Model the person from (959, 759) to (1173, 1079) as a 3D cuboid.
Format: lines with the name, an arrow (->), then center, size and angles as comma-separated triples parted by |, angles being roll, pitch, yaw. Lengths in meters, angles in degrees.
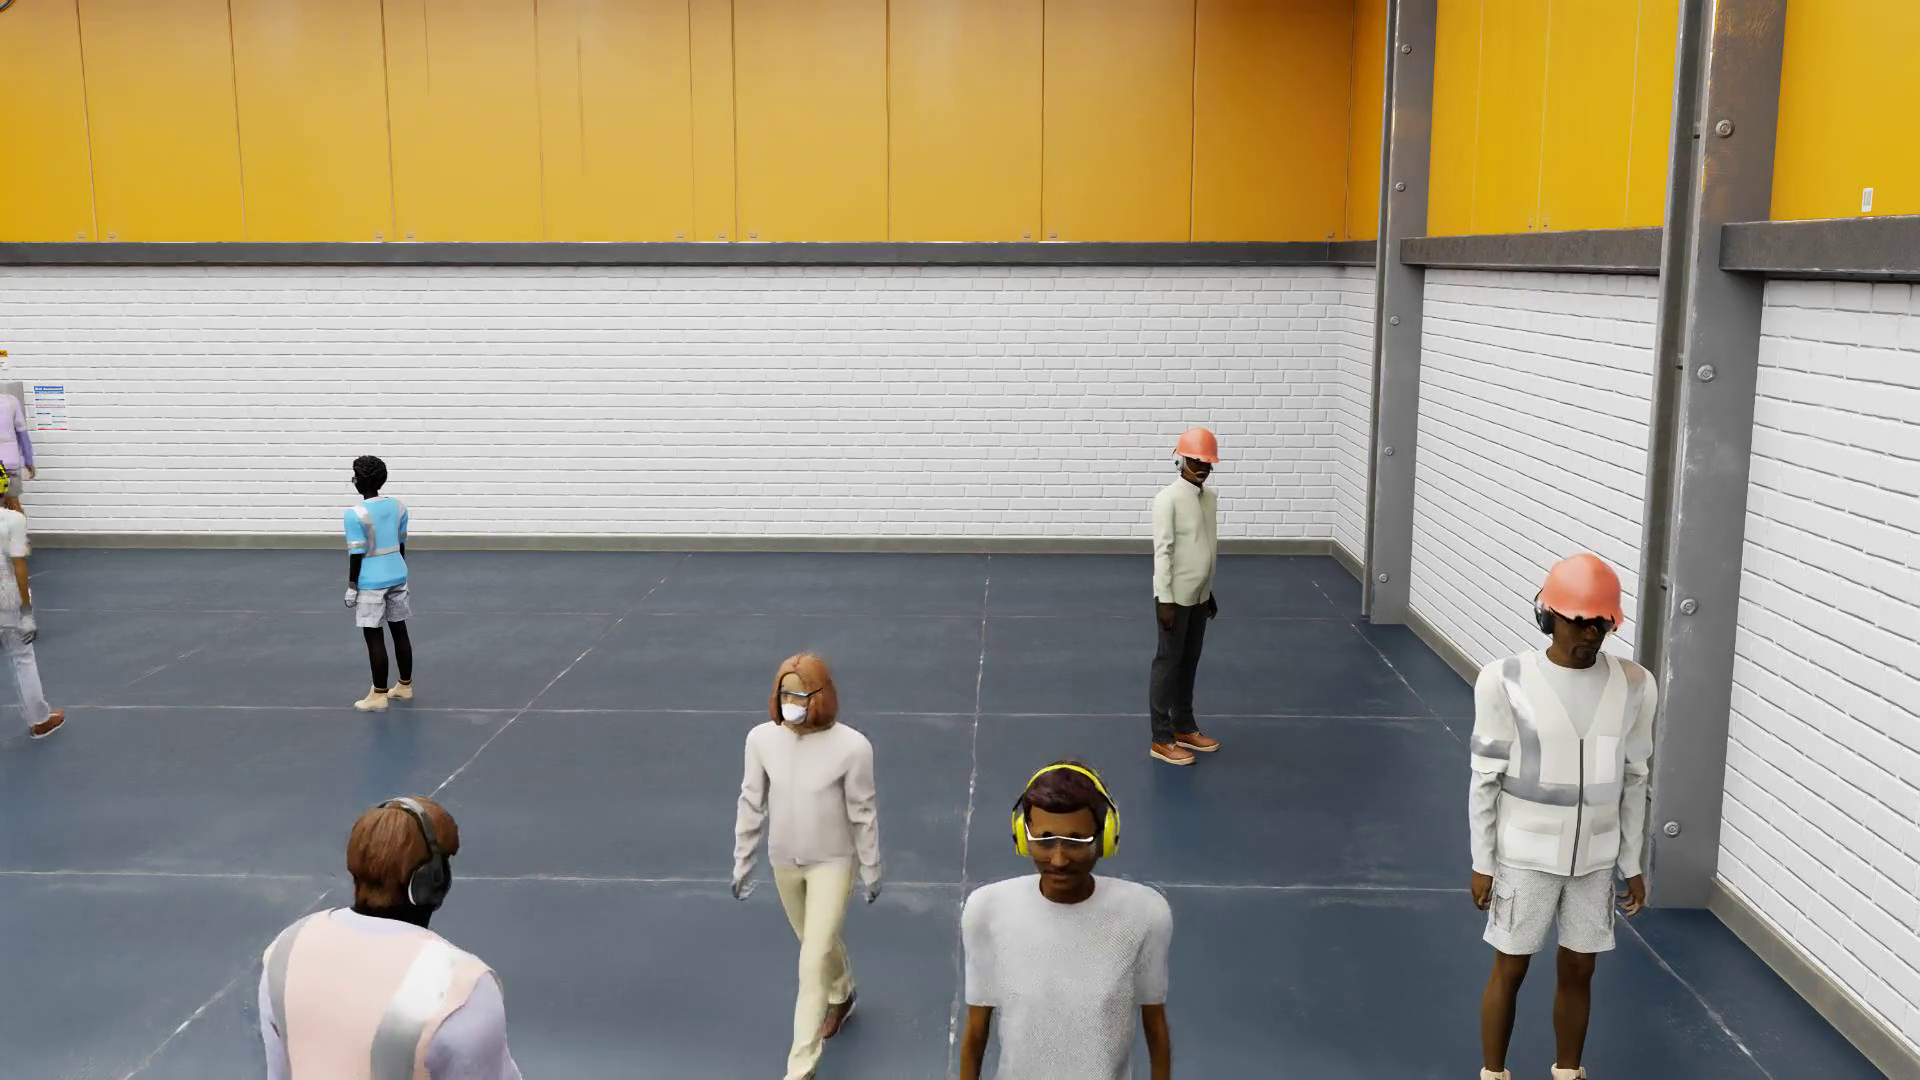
person -> 0.235, 1.412, 3.924 | 0.501, 1.855, 0.431 | 2, 10, 11

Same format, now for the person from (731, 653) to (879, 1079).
person -> -0.551, 1.176, 6.075 | 0.518, 1.587, 0.872 | 4, 10, 21

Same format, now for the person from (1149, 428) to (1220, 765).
person -> 1.361, 0.321, 9.911 | 0.392, 1.990, 0.612 | 8, 12, 37

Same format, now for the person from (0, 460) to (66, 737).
person -> -5.796, 0.390, 10.009 | 0.545, 1.818, 0.968 | 0, 10, -2

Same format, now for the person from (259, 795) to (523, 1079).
person -> -1.192, 1.457, 3.747 | 0.638, 1.820, 0.568 | 6, 11, 31

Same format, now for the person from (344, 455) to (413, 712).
person -> -3.844, 0.284, 10.977 | 0.321, 1.697, 0.529 | 4, 11, 23

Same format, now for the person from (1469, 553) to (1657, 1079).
person -> 1.997, 1.044, 5.531 | 0.607, 2.041, 0.377 | 0, 10, -3

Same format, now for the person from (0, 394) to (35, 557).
person -> -9.388, -0.741, 16.225 | 0.671, 1.977, 0.688 | 6, 12, 33

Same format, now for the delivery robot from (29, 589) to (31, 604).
delivery robot -> -7.584, 0.478, 12.910 | 0.707, 0.478, 0.477 | 3, 10, 18
